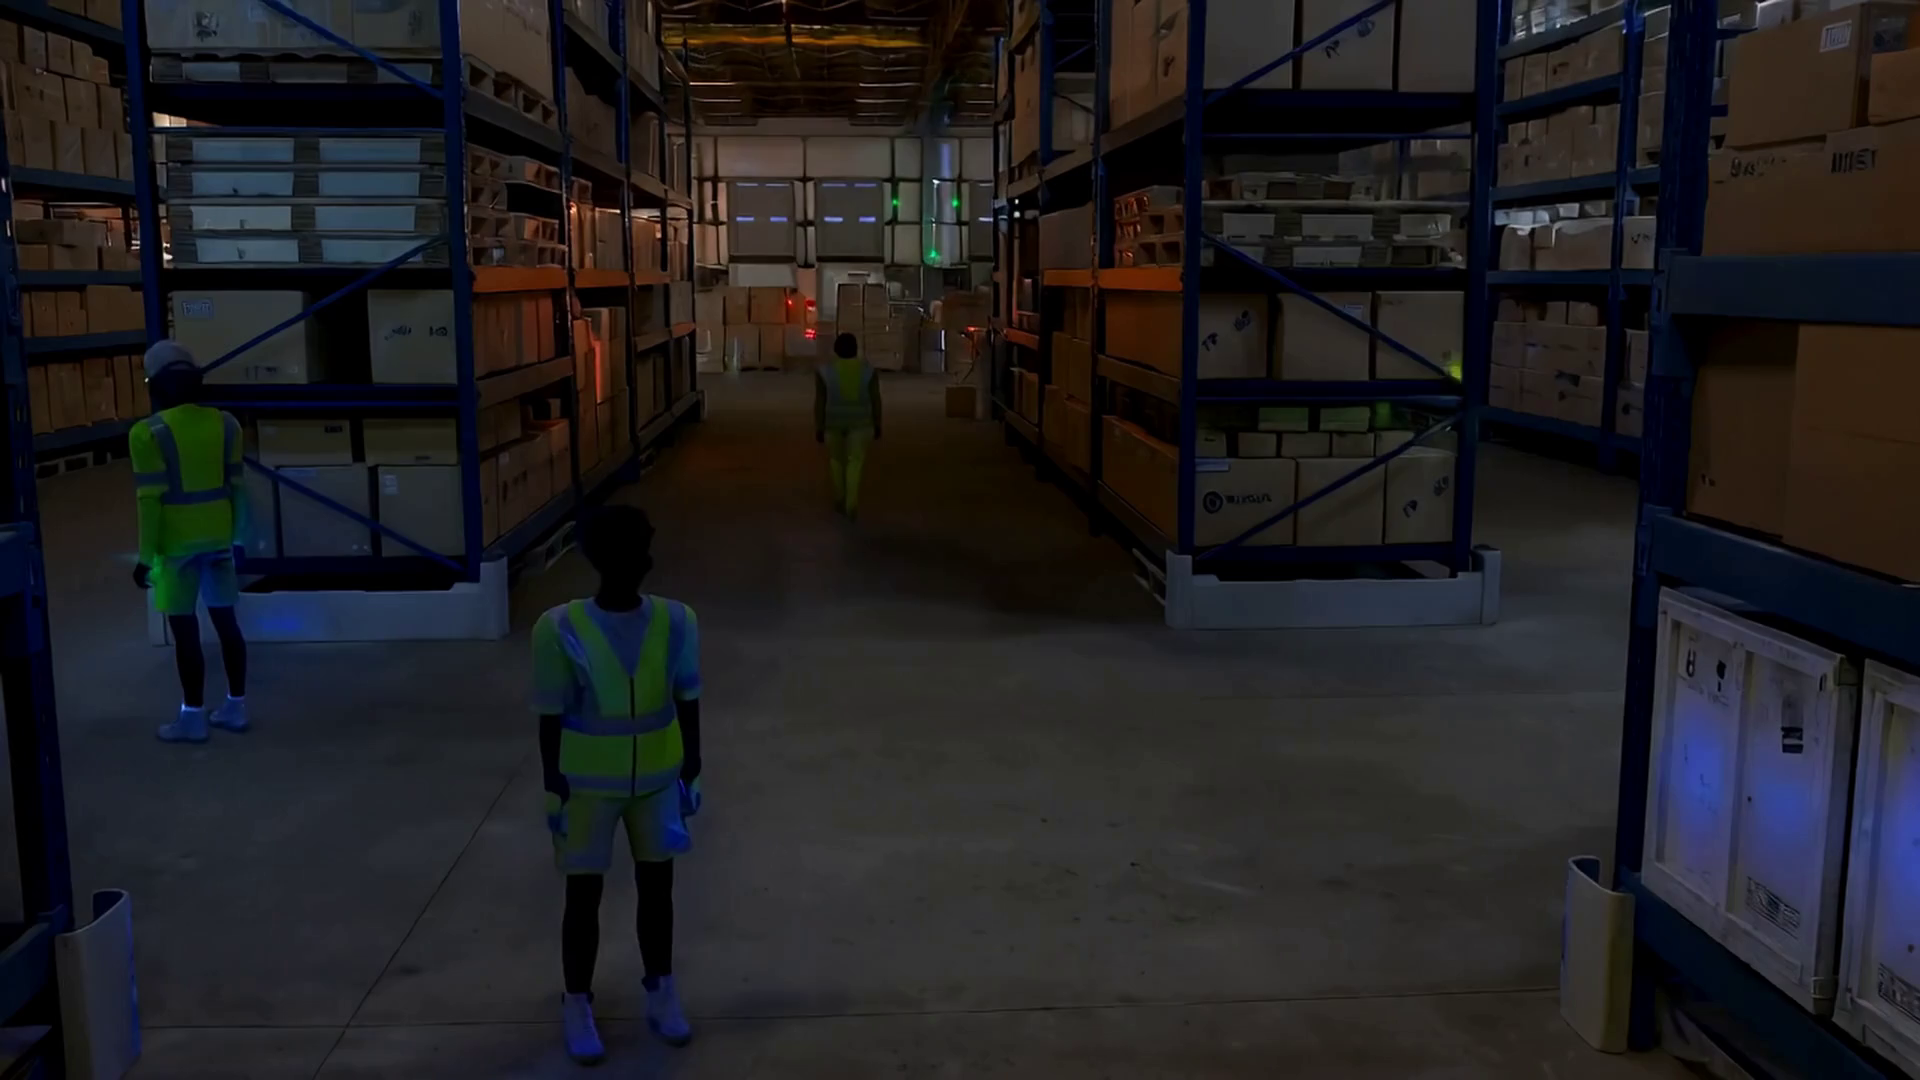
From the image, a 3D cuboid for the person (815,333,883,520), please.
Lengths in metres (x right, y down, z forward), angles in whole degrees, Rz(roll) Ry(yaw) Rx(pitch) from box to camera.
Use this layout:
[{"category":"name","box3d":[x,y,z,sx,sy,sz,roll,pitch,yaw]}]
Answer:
[{"category":"person","box3d":[-1.082,-1.119,16.274,0.650,1.788,0.975,0,9,0]}]

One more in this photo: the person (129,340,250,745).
[{"category":"person","box3d":[-3.897,0.014,8.391,0.392,2.034,0.605,5,10,28]}]

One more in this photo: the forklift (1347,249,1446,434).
[{"category":"forklift","box3d":[6.139,-2.989,24.596,1.873,2.768,1.129,-1,9,-4]}]

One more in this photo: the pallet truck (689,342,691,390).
[{"category":"pallet truck","box3d":[-5.225,-3.008,27.480,1.885,1.965,0.823,2,9,14]}]

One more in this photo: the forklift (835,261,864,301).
[{"category":"forklift","box3d":[-3.568,-7.636,53.777,1.129,2.768,1.873,-1,9,-5]}]

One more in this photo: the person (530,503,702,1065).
[{"category":"person","box3d":[-1.024,0.723,5.021,0.531,1.692,0.318,-5,10,-28]}]

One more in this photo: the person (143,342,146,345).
[{"category":"person","box3d":[-21.928,-5.691,44.805,0.506,1.846,0.345,4,10,24]}]

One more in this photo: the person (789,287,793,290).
[{"category":"person","box3d":[-5.965,-7.930,58.576,0.553,1.935,0.363,-4,10,-25]}]
